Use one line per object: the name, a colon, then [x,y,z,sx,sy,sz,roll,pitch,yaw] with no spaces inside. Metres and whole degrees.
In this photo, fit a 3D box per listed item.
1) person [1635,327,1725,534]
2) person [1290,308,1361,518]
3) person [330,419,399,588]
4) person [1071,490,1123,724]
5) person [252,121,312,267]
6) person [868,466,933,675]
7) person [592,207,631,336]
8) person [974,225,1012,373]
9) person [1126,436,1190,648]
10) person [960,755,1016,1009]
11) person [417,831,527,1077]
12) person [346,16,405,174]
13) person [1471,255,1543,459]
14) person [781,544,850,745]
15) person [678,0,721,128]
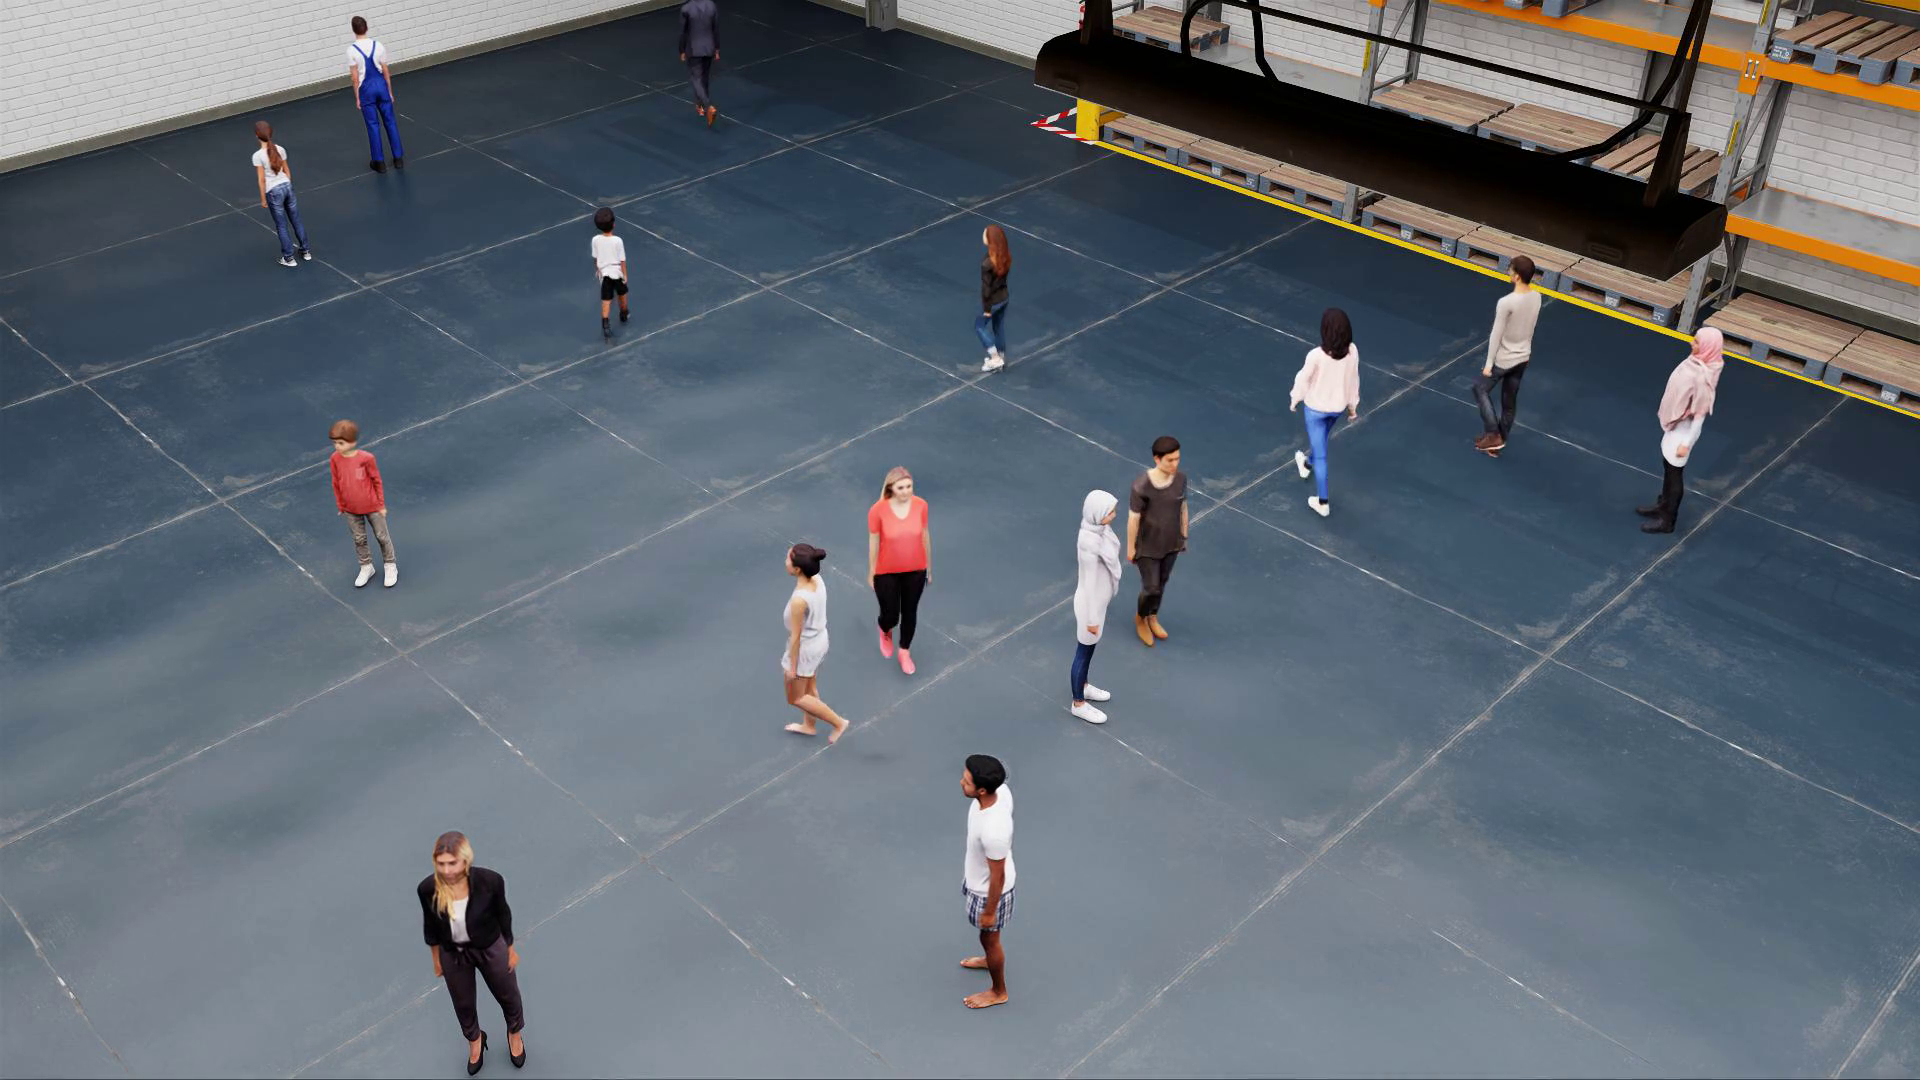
person: [5.758,-0.876,13.247,0.747,1.803,0.725,8,34,11]
person: [2.998,-0.999,13.500,1.006,1.728,1.184,-9,35,-13]
person: [-4.569,-0.289,12.714,0.573,1.416,0.636,0,34,1]
person: [0.894,0.431,11.304,0.696,1.777,0.690,8,34,12]
person: [-7.264,-3.707,17.724,0.534,1.562,0.557,24,40,31]
person: [-0.459,0.180,11.766,0.741,1.684,0.805,-11,35,-16]
person: [-3.453,-2.630,16.392,0.849,1.242,0.879,1,34,2]
person: [0.381,-2.243,15.601,0.560,1.474,0.577,24,40,31]
person: [1.387,-0.044,12.082,0.691,1.707,0.650,-18,38,-25]
person: [0.159,1.867,9.186,0.770,1.730,0.699,-1,34,-2]
person: [-2.552,2.181,8.768,0.684,1.671,0.713,-5,34,-8]
person: [-7.031,-5.353,19.939,0.663,1.851,0.618,-21,39,-28]
person: [4.719,-1.493,14.131,0.763,1.852,0.727,-16,37,-22]
person: [-0.951,0.725,11.022,0.855,1.600,0.768,8,34,11]
person: [-3.310,-6.230,21.309,0.865,1.795,1.165,-18,38,-25]
